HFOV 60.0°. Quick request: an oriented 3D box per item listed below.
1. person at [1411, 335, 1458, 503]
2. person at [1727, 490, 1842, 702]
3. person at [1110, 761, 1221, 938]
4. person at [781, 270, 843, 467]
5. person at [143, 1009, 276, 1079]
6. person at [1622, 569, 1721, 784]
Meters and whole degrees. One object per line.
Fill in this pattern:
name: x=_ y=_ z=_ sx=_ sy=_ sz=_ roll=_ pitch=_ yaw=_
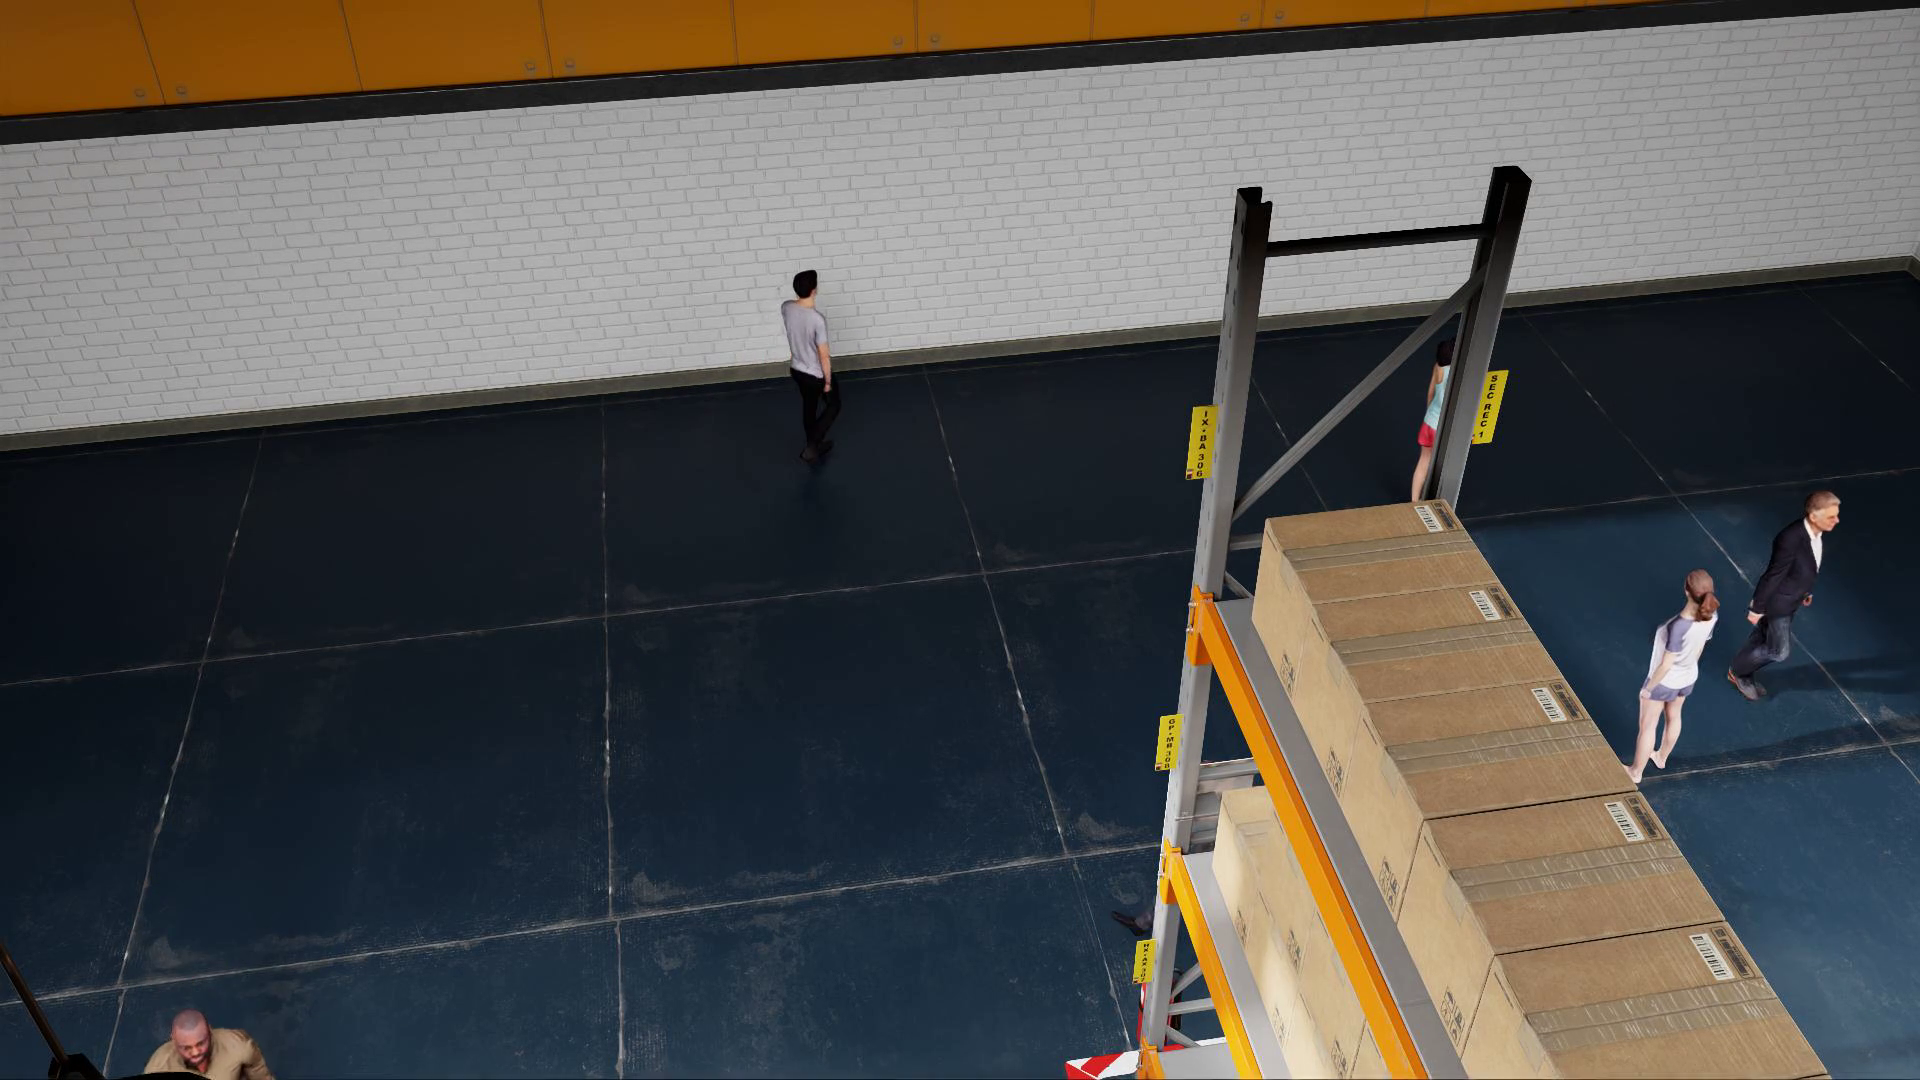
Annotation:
person: x=3.885 y=-0.888 z=13.398 sx=0.705 sy=1.765 sz=0.596 roll=-16 pitch=41 yaw=-20
person: x=5.769 y=0.346 z=11.818 sx=0.834 sy=1.807 sz=0.847 roll=-28 pitch=47 yaw=-31
person: x=1.534 y=2.004 z=9.816 sx=1.075 sy=1.716 sz=1.187 roll=14 pitch=41 yaw=17
person: x=-1.305 y=-1.396 z=13.965 sx=0.888 sy=1.852 sz=0.947 roll=26 pitch=46 yaw=29
person: x=-3.786 y=2.955 z=8.557 sx=0.838 sy=1.800 sz=1.044 roll=-14 pitch=41 yaw=-17
person: x=4.764 y=0.917 z=11.138 sx=0.644 sy=1.765 sz=0.633 roll=-18 pitch=42 yaw=-22
